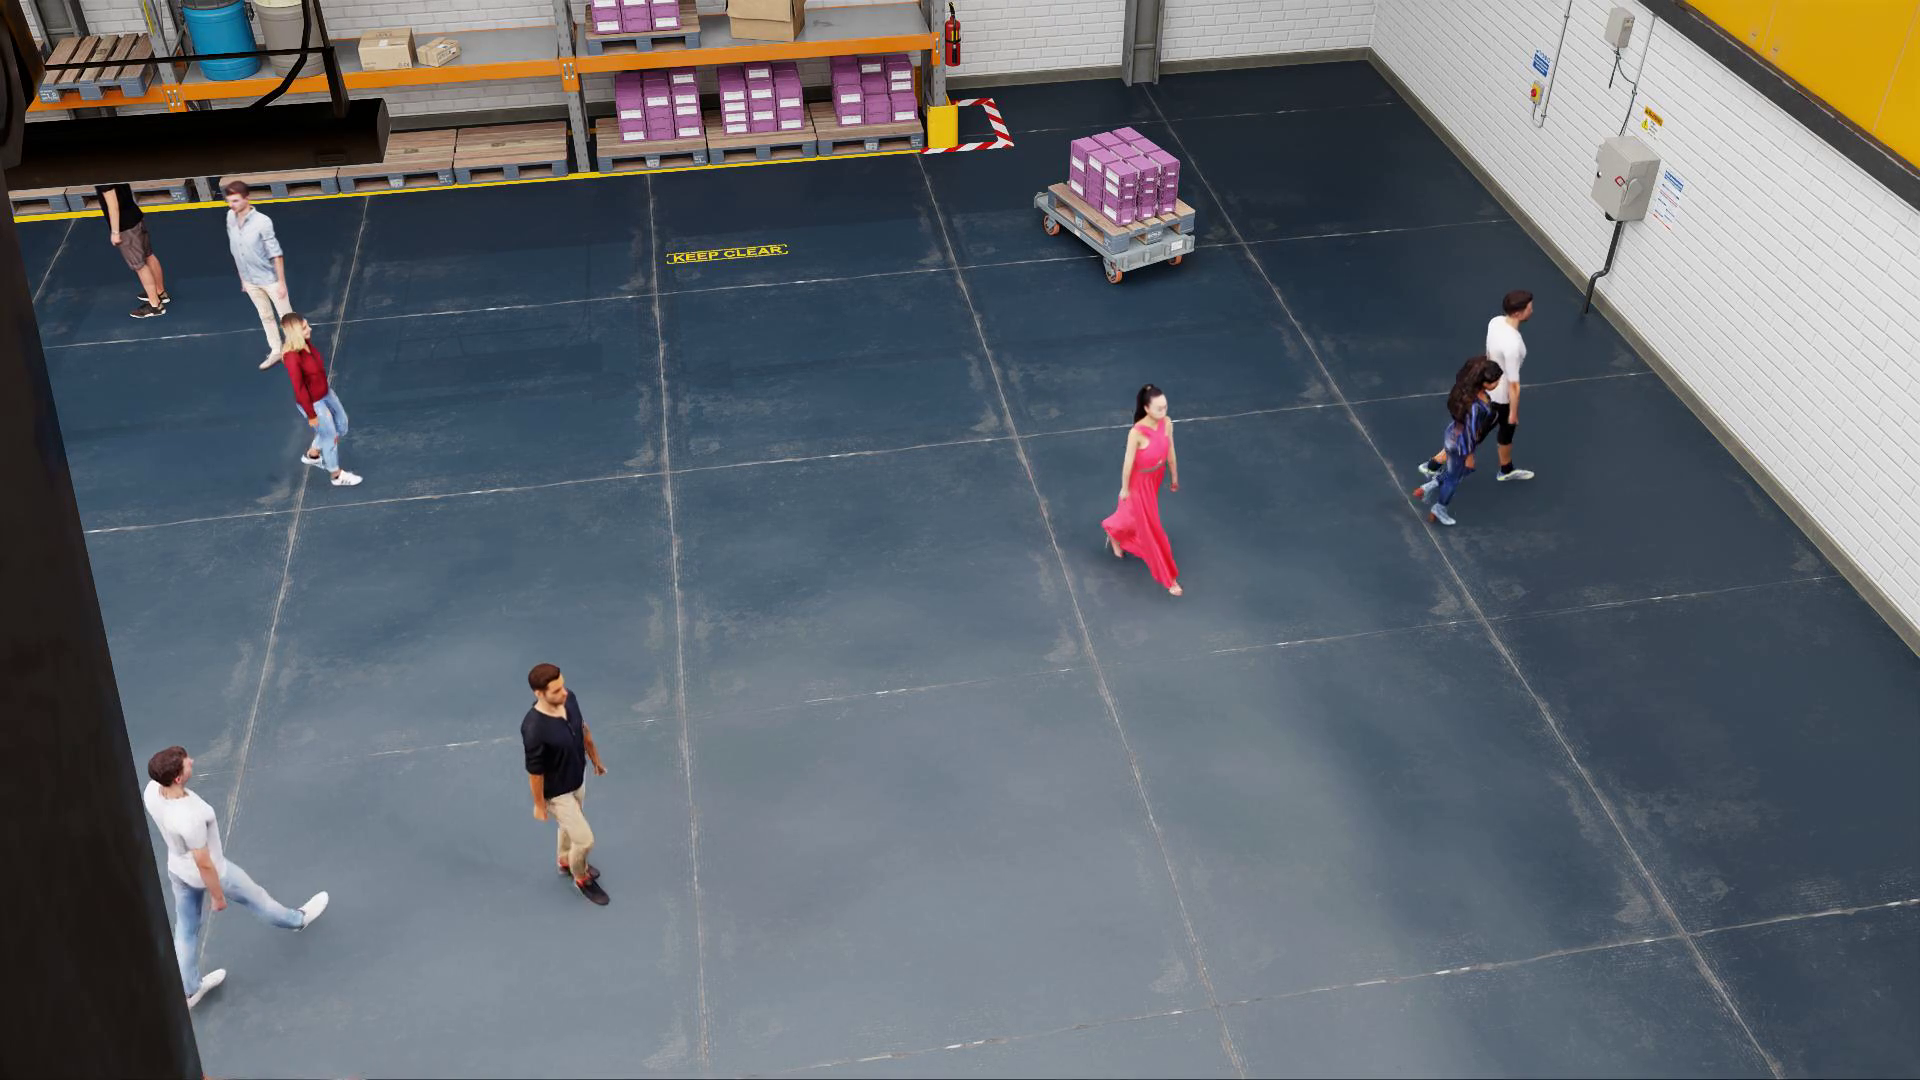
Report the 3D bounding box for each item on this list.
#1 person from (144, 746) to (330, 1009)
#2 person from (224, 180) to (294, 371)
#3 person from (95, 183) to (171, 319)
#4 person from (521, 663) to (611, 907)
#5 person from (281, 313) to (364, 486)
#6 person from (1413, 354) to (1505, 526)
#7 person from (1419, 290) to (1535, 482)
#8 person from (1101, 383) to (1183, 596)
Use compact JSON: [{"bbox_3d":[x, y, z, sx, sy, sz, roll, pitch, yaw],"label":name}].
[{"bbox_3d":[-4.379,1.945,9.439,1.207,1.793,1.247,22,44,25],"label":"person"},{"bbox_3d":[-6.181,-2.342,14.764,0.661,1.848,0.791,12,40,15],"label":"person"},{"bbox_3d":[-7.796,-2.982,15.557,0.596,1.858,0.689,-3,39,-4],"label":"person"},{"bbox_3d":[-2.477,1.436,10.038,0.851,1.842,0.814,12,40,15],"label":"person"},{"bbox_3d":[-5.265,-1.122,13.419,0.722,1.620,0.635,-3,39,-4],"label":"person"},{"bbox_3d":[3.834,-0.764,12.976,0.827,1.614,0.777,7,39,9],"label":"person"},{"bbox_3d":[4.210,-1.174,13.323,1.266,1.821,0.842,0,39,1],"label":"person"},{"bbox_3d":[1.345,-0.441,12.528,1.137,1.669,1.029,-28,46,-30],"label":"person"}]
